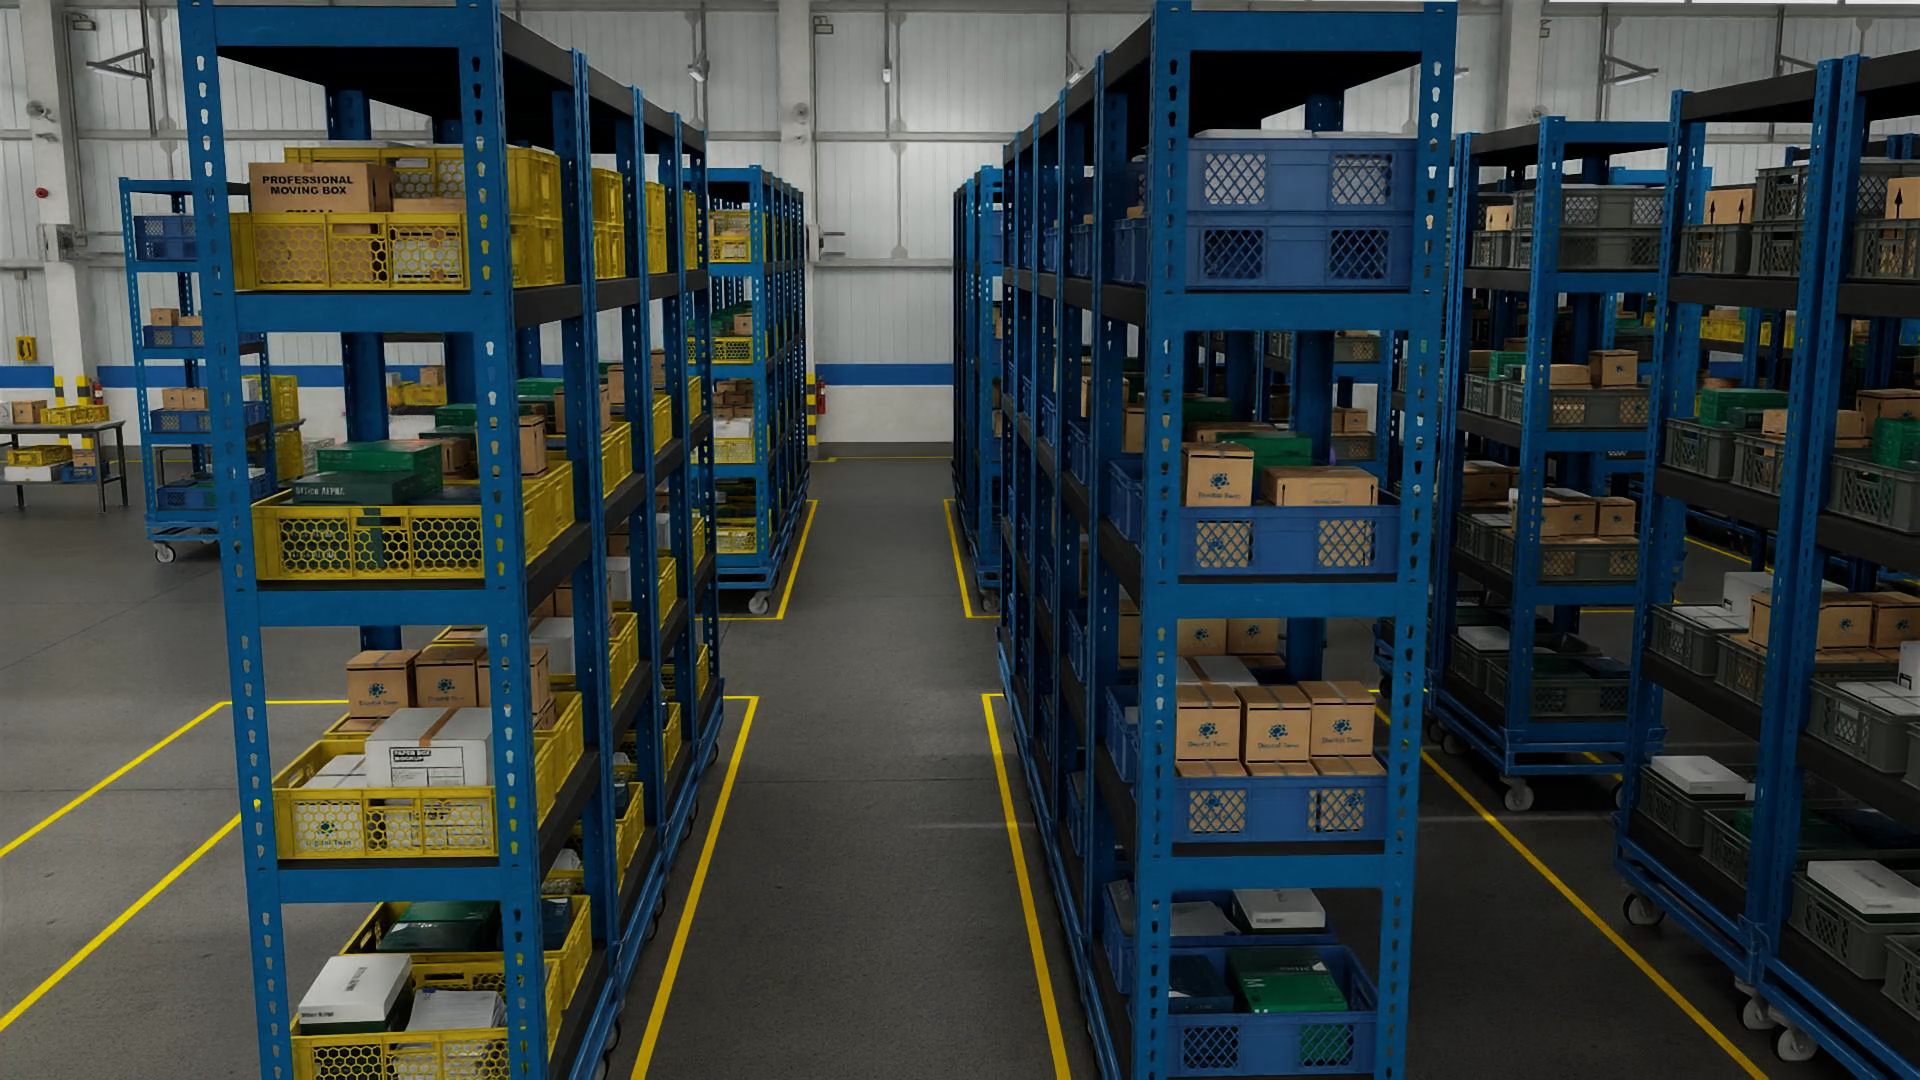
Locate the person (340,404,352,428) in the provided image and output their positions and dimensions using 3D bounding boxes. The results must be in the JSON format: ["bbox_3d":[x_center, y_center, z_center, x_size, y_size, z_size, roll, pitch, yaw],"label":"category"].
[{"bbox_3d":[-5.069,-0.416,14.442,0.722,1.726,0.568,-7,12,-36],"label":"person"}]

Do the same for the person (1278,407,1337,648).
[{"bbox_3d":[2.618,-0.104,12.349,0.389,1.837,0.563,0,10,-2],"label":"person"}]
